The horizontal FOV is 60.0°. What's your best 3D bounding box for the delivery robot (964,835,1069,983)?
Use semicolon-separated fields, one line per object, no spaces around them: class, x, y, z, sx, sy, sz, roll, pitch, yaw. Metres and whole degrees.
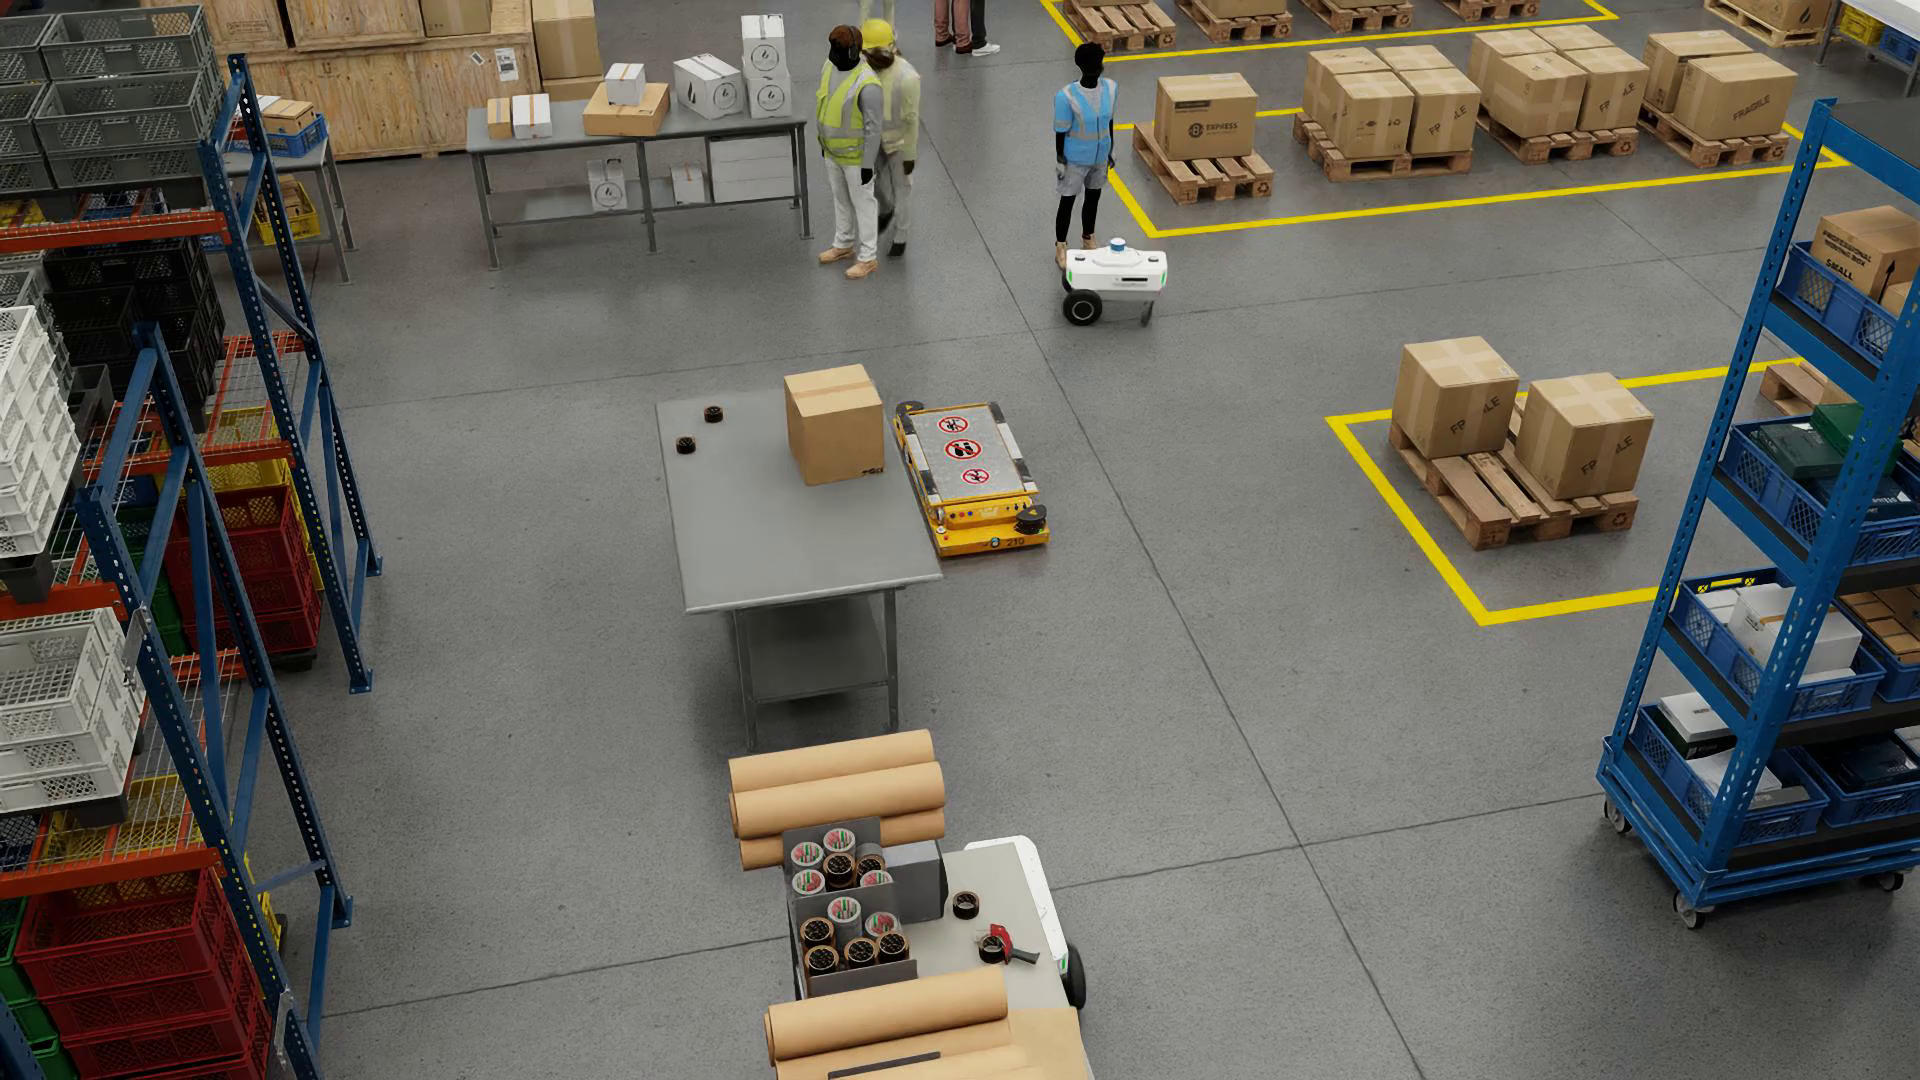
delivery robot;0.223;1.590;7.082;0.477;0.478;0.707;-7;37;-9

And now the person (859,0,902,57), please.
person;-0.760;-5.397;15.469;0.515;1.863;0.347;-14;39;-18

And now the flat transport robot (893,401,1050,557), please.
flat transport robot;0.046;-0.430;10.108;0.652;0.197;1.431;-8;37;-10

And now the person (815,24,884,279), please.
person;-0.809;-2.799;11.984;0.429;1.847;0.627;-26;44;-30

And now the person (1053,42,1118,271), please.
person;0.911;-2.789;12.092;0.542;1.695;0.316;-20;41;-24

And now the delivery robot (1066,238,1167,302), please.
delivery robot;1.105;-1.898;11.769;0.707;0.478;0.477;1;37;2

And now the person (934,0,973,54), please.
person;-0.027;-5.570;15.656;0.409;1.907;0.651;-29;45;-33

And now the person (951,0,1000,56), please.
person;0.100;-5.532;15.596;0.398;1.920;0.590;-30;46;-34

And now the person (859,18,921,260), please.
person;-0.522;-2.955;12.219;0.581;1.812;0.453;18;40;22
